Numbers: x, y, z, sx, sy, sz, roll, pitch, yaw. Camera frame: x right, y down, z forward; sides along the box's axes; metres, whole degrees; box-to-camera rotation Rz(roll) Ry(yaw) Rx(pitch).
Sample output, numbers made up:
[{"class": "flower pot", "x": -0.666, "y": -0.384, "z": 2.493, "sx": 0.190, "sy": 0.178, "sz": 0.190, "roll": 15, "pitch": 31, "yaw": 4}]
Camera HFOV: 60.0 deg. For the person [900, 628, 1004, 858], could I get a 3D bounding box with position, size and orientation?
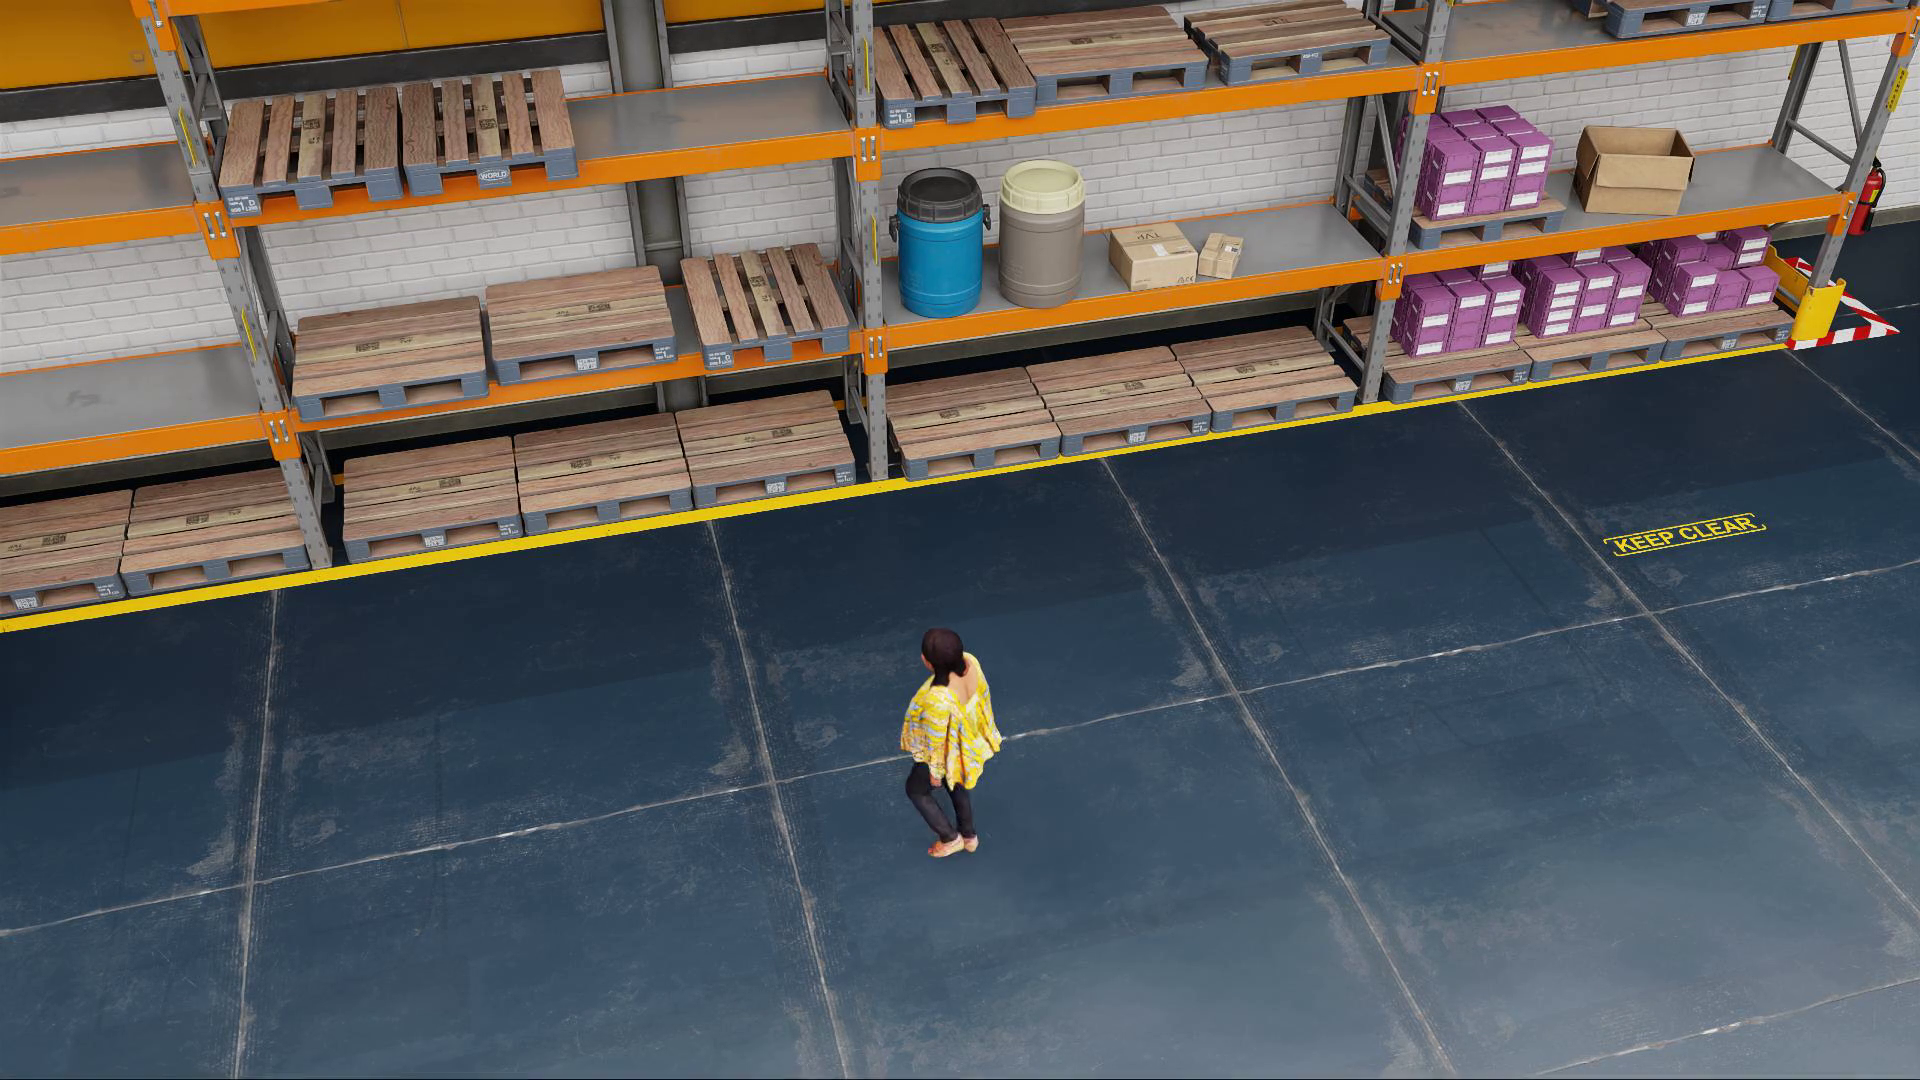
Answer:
[{"class": "person", "x": 0.006, "y": 1.169, "z": 9.098, "sx": 0.938, "sy": 1.641, "sz": 0.885, "roll": 15, "pitch": 41, "yaw": 18}]
